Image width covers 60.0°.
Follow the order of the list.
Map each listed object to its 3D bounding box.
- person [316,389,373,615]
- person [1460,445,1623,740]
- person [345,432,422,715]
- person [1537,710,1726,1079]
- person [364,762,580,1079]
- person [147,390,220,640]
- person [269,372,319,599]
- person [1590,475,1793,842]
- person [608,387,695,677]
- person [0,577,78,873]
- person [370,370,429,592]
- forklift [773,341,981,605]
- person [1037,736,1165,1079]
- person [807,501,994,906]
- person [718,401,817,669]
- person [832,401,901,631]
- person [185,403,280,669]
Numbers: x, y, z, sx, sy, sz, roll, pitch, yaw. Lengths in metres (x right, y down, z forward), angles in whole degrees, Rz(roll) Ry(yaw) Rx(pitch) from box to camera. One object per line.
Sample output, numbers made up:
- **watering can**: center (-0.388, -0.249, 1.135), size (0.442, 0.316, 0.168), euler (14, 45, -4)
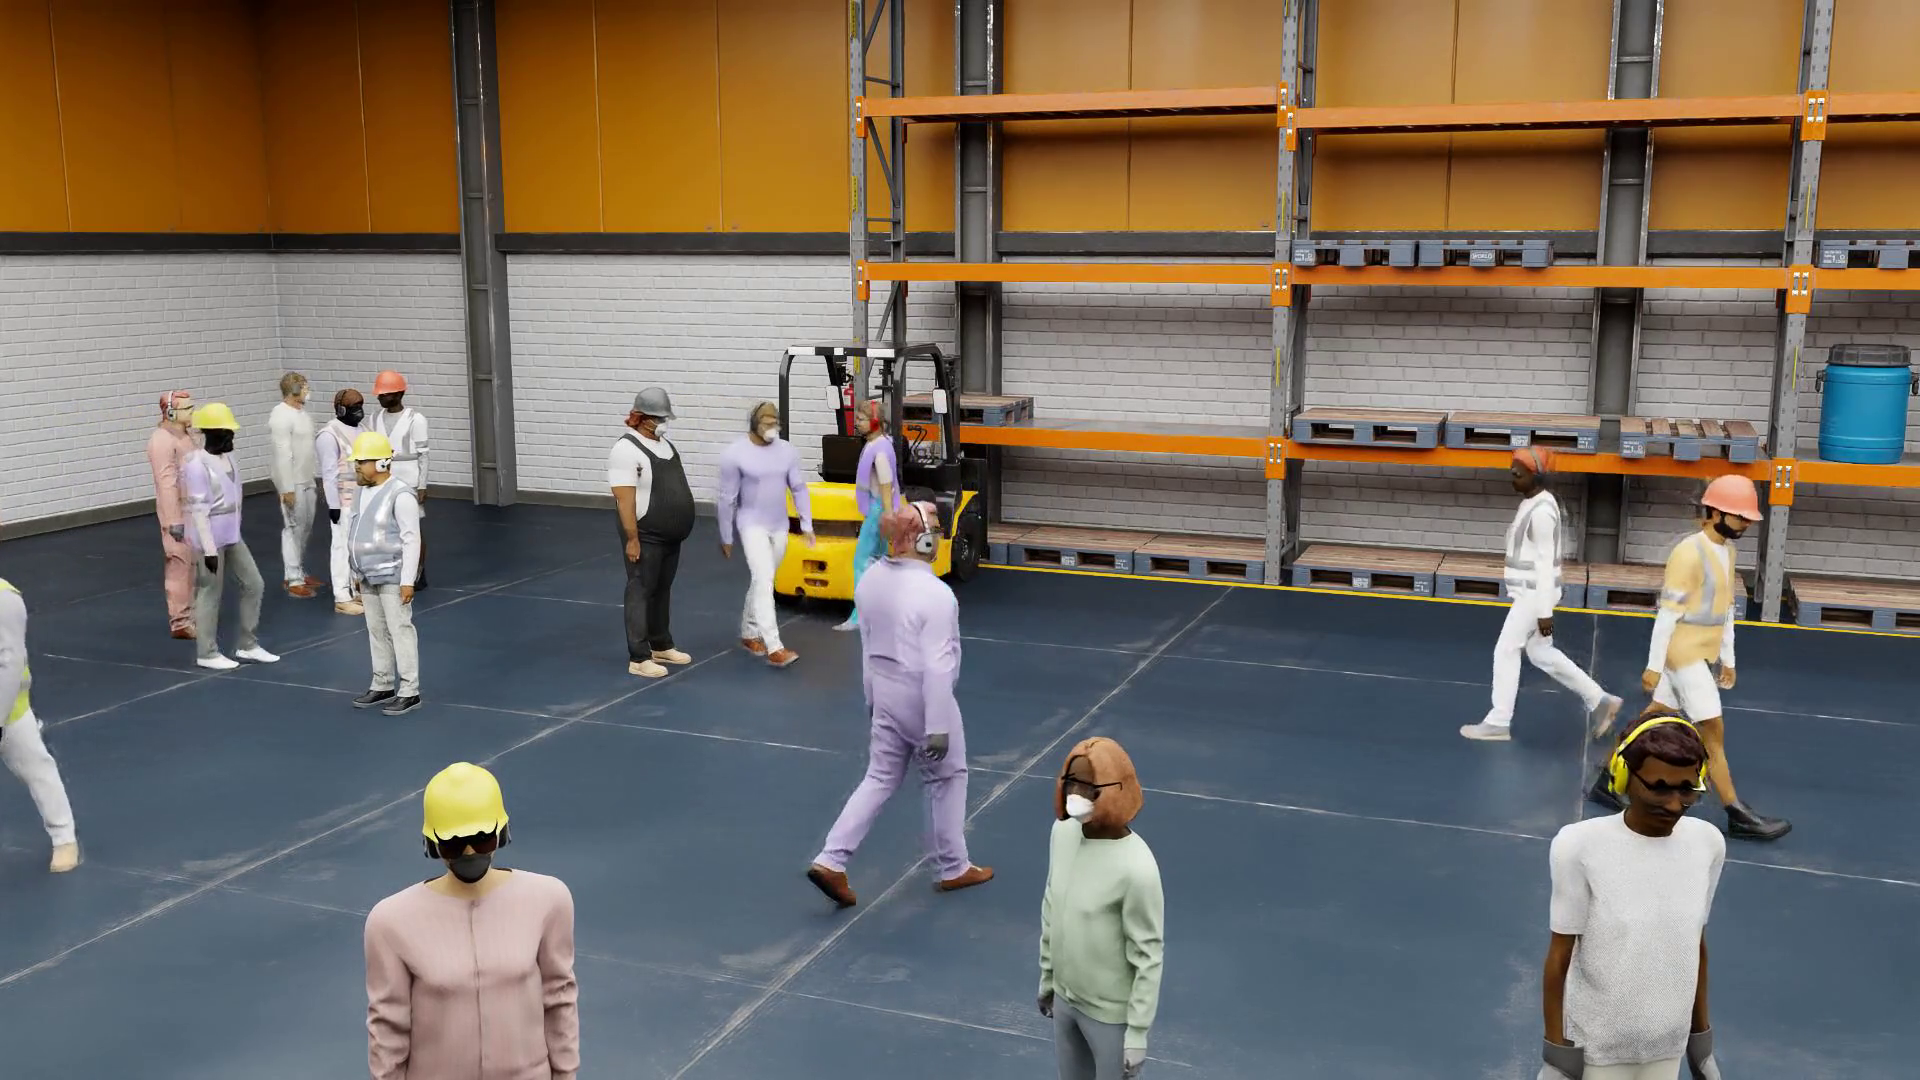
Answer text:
- **person**: center (-4.980, -0.323, 13.673), size (0.429, 1.842, 0.629), euler (3, 10, 14)
- **person**: center (3.522, 0.340, 9.951), size (0.860, 1.850, 0.592), euler (3, 10, 14)
- **person**: center (-3.727, 0.212, 10.719), size (0.599, 1.830, 0.404), euler (8, 13, 36)
- **person**: center (1.752, 1.343, 4.332), size (0.521, 1.865, 0.328), euler (-2, 10, -12)
- **person**: center (-1.214, 1.413, 4.217), size (0.527, 1.768, 0.313), euler (-5, 11, -26)
- **person**: center (-5.958, -0.198, 12.795), size (0.406, 1.911, 0.639), euler (-2, 10, -13)
- **person**: center (-5.733, -0.467, 14.283), size (0.393, 1.916, 0.706), euler (-1, 10, -5)
- **person**: center (3.784, 0.578, 8.589), size (1.042, 1.876, 0.570), euler (9, 13, 40)
- **person**: center (-2.132, -0.075, 11.738), size (0.538, 2.000, 0.681), euler (3, 11, 17)
- **person**: center (-4.594, 0.782, 7.775), size (0.650, 1.775, 0.875), euler (1, 10, 5)
- **person**: center (-4.874, -0.507, 14.441), size (0.547, 1.934, 0.376), euler (3, 11, 15)
- **forklift**: center (-0.739, -0.602, 14.246), size (1.214, 2.155, 2.313), euler (4, 11, 21)
- **person**: center (0.389, 1.363, 4.852), size (0.278, 1.636, 0.506), euler (-6, 12, -31)
- **person**: center (-0.267, 0.752, 7.600), size (0.891, 1.879, 0.651), euler (-8, 13, -38)
- **person**: center (-1.342, -0.042, 11.947), size (0.621, 1.888, 0.982), euler (-9, 14, -42)
- **person**: center (-0.580, -0.187, 12.977), size (0.795, 1.824, 0.565), euler (-1, 10, -5)
- **person**: center (-5.152, -0.015, 11.753), size (0.684, 1.904, 0.621), euler (0, 10, 3)
